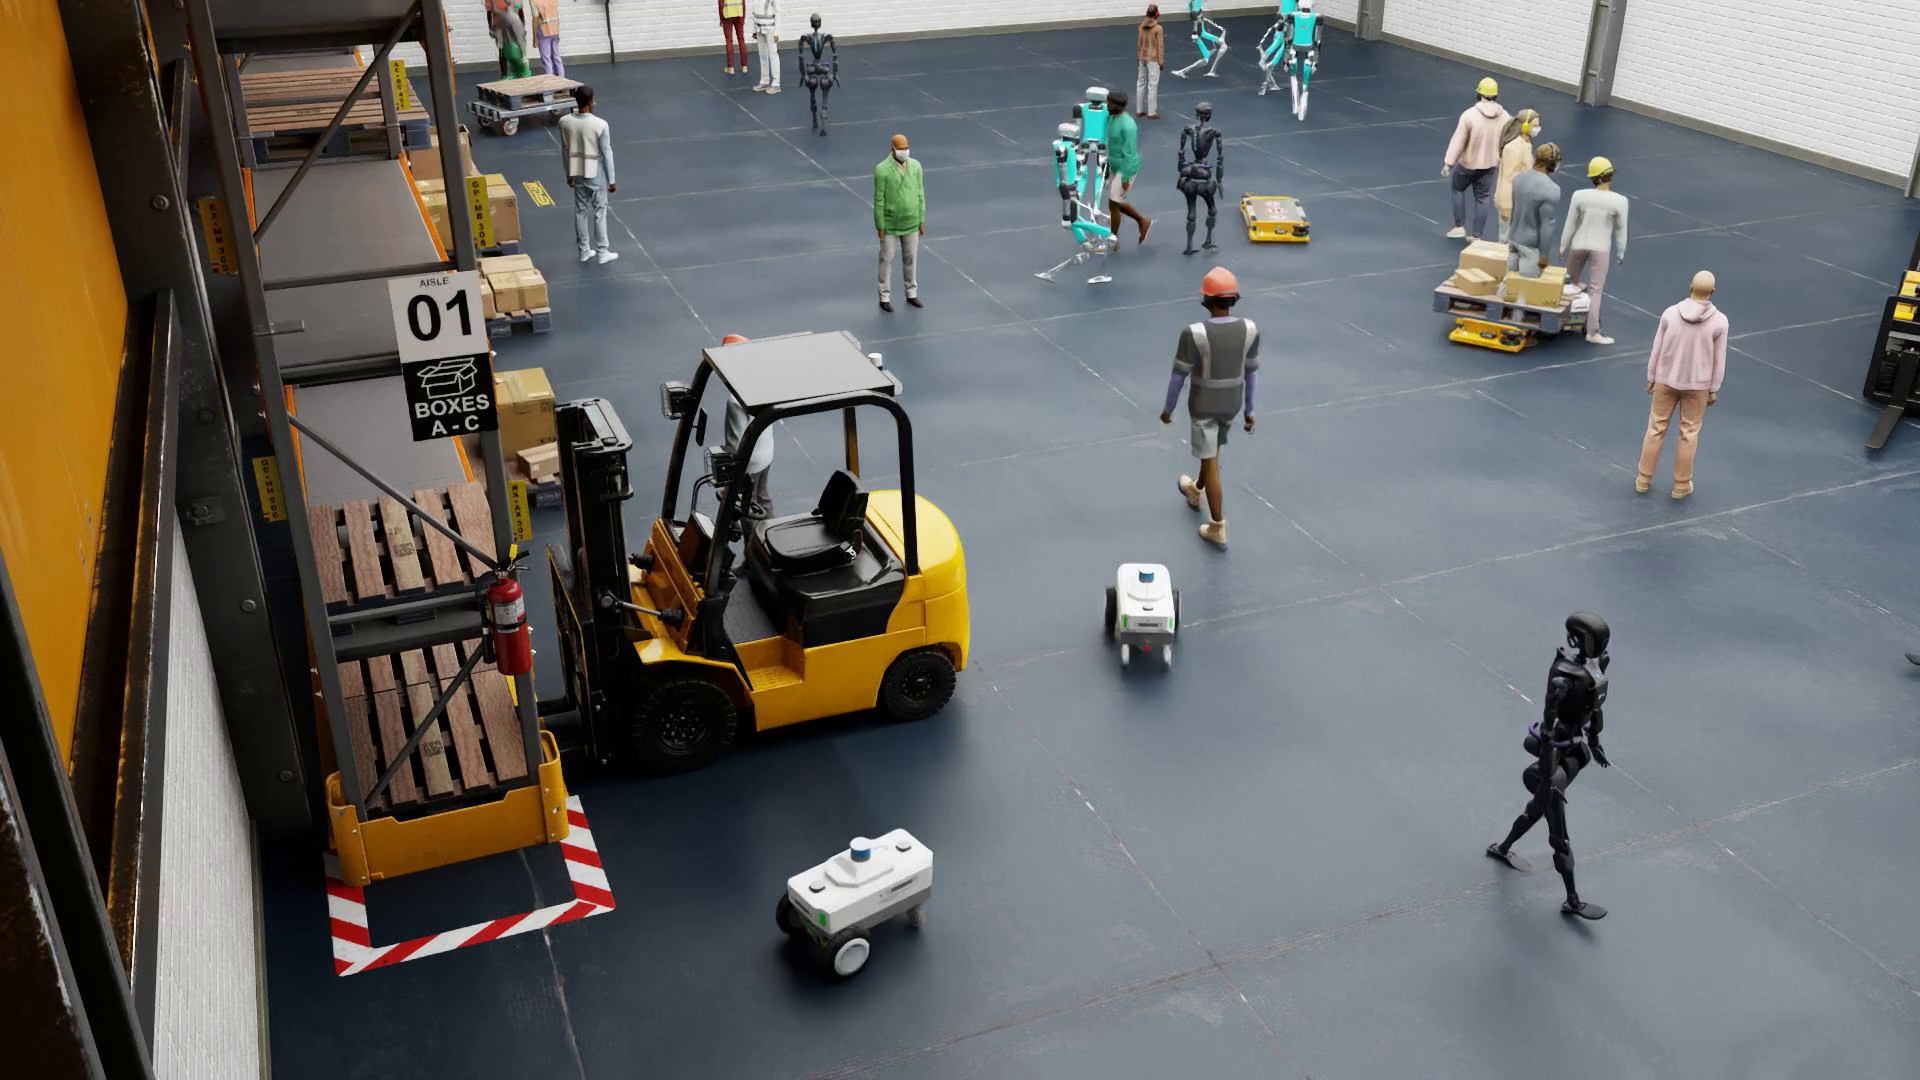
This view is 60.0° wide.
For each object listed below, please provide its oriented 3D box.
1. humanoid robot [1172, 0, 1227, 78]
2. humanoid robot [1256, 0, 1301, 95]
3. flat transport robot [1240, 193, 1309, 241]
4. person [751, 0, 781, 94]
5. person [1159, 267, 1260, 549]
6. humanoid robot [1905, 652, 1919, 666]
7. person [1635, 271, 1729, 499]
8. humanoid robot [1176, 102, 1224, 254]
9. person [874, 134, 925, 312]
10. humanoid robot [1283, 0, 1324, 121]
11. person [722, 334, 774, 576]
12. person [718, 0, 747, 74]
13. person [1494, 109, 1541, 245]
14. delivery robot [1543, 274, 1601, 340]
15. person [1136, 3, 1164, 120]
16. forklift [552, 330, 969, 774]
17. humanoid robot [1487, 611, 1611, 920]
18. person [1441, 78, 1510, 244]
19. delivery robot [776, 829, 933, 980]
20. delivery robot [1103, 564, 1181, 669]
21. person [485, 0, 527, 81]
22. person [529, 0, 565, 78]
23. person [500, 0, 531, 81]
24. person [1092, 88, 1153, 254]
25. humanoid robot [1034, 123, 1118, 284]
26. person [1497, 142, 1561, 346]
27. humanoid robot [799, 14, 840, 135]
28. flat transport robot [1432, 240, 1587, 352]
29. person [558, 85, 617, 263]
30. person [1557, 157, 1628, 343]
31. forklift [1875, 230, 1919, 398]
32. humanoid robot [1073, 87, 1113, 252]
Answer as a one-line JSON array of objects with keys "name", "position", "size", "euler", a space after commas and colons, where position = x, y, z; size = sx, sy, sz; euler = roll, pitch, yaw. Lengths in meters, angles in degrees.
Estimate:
[{"name": "humanoid robot", "position": [3.938, -8.189, 26.649], "size": [1.031, 1.722, 0.533], "euler": [7, 27, 13]}, {"name": "humanoid robot", "position": [4.901, -7.821, 26.028], "size": [0.783, 1.887, 0.544], "euler": [-12, 29, -23]}, {"name": "flat transport robot", "position": [3.684, -3.779, 19.504], "size": [0.659, 0.231, 1.431], "euler": [2, 27, 3]}, {"name": "person", "position": [-3.042, -7.966, 26.036], "size": [0.582, 1.881, 0.338], "euler": [23, 35, 38]}, {"name": "person", "position": [1.781, -1.014, 12.075], "size": [0.630, 1.994, 1.011], "euler": [-9, 28, -17]}, {"name": "humanoid robot", "position": [6.383, 0.067, 10.319], "size": [0.747, 1.625, 0.610], "euler": [1, 27, 2]}, {"name": "person", "position": [5.484, -1.169, 12.626], "size": [0.535, 1.782, 0.398], "euler": [14, 30, 26]}, {"name": "humanoid robot", "position": [2.628, -3.985, 18.352], "size": [0.597, 1.649, 0.395], "euler": [19, 32, 32]}, {"name": "person", "position": [-0.607, -3.170, 16.622], "size": [0.539, 1.776, 0.388], "euler": [-12, 29, -22]}, {"name": "humanoid robot", "position": [4.996, -7.005, 24.292], "size": [0.542, 1.763, 0.908], "euler": [7, 28, 14]}, {"name": "person", "position": [-1.481, -0.587, 11.516], "size": [0.352, 1.740, 0.571], "euler": [7, 28, 14]}, {"name": "person", "position": [-3.753, -8.608, 27.441], "size": [0.467, 1.768, 0.383], "euler": [-11, 29, -20]}, {"name": "person", "position": [5.708, -3.505, 17.181], "size": [0.449, 1.870, 0.582], "euler": [15, 31, 28]}, {"name": "delivery robot", "position": [5.871, -2.296, 16.221], "size": [0.499, 0.581, 0.767], "euler": [-5, 27, -10]}, {"name": "person", "position": [2.777, -7.014, 24.405], "size": [0.462, 1.648, 0.327], "euler": [23, 35, 38]}, {"name": "forklift", "position": [-1.094, 0.010, 9.831], "size": [2.313, 2.155, 1.214], "euler": [-10, 28, -20]}, {"name": "humanoid robot", "position": [3.069, 1.081, 8.311], "size": [0.604, 1.628, 0.754], "euler": [-22, 34, -37]}, {"name": "person", "position": [5.783, -4.247, 18.677], "size": [0.850, 1.845, 0.606], "euler": [-3, 27, -6]}, {"name": "delivery robot", "position": [-0.497, 1.733, 8.204], "size": [0.736, 0.578, 0.516], "euler": [-19, 32, -33]}, {"name": "delivery robot", "position": [1.196, 0.449, 10.781], "size": [0.499, 0.598, 0.802], "euler": [1, 27, 2]}, {"name": "person", "position": [-7.170, -8.138, 26.303], "size": [0.596, 1.958, 0.369], "euler": [-7, 28, -14]}, {"name": "person", "position": [-6.388, -7.817, 25.790], "size": [0.378, 1.838, 0.564], "euler": [14, 30, 26]}, {"name": "person", "position": [-6.649, -7.256, 24.695], "size": [0.645, 1.823, 0.526], "euler": [-21, 34, -36]}, {"name": "person", "position": [1.831, -4.083, 18.380], "size": [0.707, 1.819, 0.503], "euler": [-9, 28, -17]}, {"name": "humanoid robot", "position": [1.306, -3.401, 17.144], "size": [1.042, 1.741, 0.543], "euler": [5, 27, 9]}, {"name": "person", "position": [5.366, -2.783, 15.681], "size": [0.377, 1.929, 0.630], "euler": [-8, 28, -15]}, {"name": "humanoid robot", "position": [-1.995, -6.639, 23.649], "size": [0.586, 1.629, 0.736], "euler": [1, 27, 1]}, {"name": "flat transport robot", "position": [5.361, -2.172, 16.307], "size": [0.659, 0.231, 1.431], "euler": [16, 31, 29]}, {"name": "person", "position": [-4.013, -3.945, 18.017], "size": [0.597, 1.907, 0.413], "euler": [8, 28, 16]}, {"name": "person", "position": [6.080, -2.764, 15.868], "size": [0.658, 1.725, 0.436], "euler": [16, 31, 29]}, {"name": "forklift", "position": [9.029, -2.397, 14.618], "size": [1.214, 2.155, 2.313], "euler": [18, 32, 32]}, {"name": "humanoid robot", "position": [1.441, -4.037, 18.422], "size": [0.545, 1.799, 0.837], "euler": [6, 27, 12]}]
